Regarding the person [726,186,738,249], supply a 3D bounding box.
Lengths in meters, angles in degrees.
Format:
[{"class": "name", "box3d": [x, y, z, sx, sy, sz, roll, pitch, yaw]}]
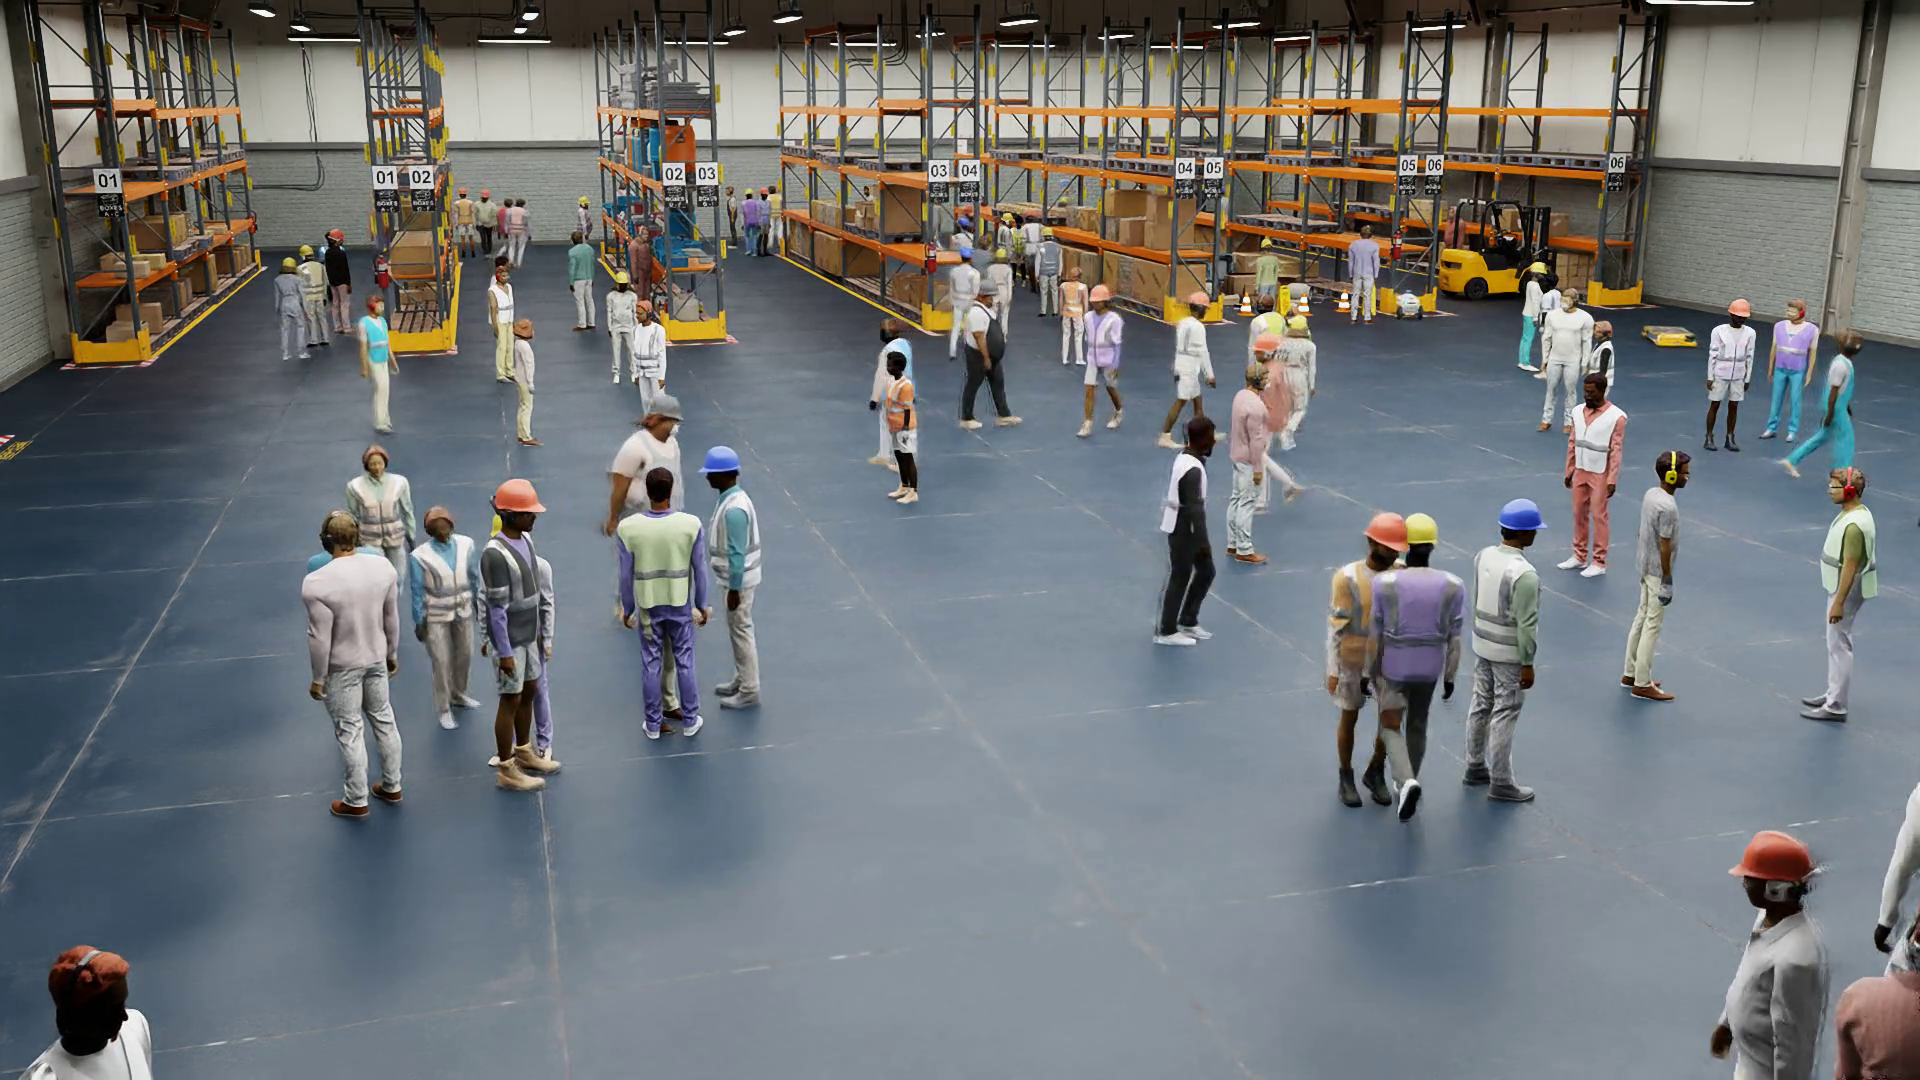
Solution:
[{"class": "person", "box3d": [-6.754, -9.544, 49.251, 0.338, 1.838, 0.507, -2, 15, -8]}]

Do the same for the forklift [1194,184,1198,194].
[{"class": "forklift", "box3d": [7.392, -11.333, 53.972, 1.873, 2.768, 1.129, -4, 15, -15]}]

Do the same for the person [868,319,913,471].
[{"class": "person", "box3d": [-0.894, -1.724, 19.852, 0.752, 1.815, 0.651, 5, 16, 17]}]

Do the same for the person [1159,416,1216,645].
[{"class": "person", "box3d": [1.897, -0.058, 13.442, 0.600, 1.894, 0.596, 2, 15, 8]}]

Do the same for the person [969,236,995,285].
[{"class": "person", "box3d": [0.320, -4.619, 30.578, 0.783, 1.920, 0.419, 12, 19, 38]}]

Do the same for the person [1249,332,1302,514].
[{"class": "person", "box3d": [3.309, -1.234, 17.704, 0.571, 1.973, 0.631, 4, 15, 15]}]

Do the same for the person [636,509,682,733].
[{"class": "person", "box3d": [-2.089, 0.552, 11.661, 0.297, 1.622, 0.509, 5, 16, 17]}]

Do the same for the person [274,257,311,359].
[{"class": "person", "box3d": [-11.422, -3.954, 28.417, 0.524, 1.729, 0.368, -1, 15, -2]}]

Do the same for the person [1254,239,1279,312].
[{"class": "person", "box3d": [5.820, -4.839, 31.687, 0.526, 1.761, 0.337, -8, 17, -29]}]

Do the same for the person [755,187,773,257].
[{"class": "person", "box3d": [-5.500, -8.939, 46.790, 0.387, 1.930, 0.541, 10, 18, 33]}]

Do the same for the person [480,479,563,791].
[{"class": "person", "box3d": [-2.816, 0.604, 10.681, 0.408, 2.035, 0.608, 2, 15, 7]}]

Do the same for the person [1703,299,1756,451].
[{"class": "person", "box3d": [9.704, -2.071, 20.951, 0.543, 1.929, 0.386, 1, 15, 5]}]

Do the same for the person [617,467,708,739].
[{"class": "person", "box3d": [-2.042, 0.441, 11.509, 0.596, 1.918, 0.381, -3, 15, -10]}]

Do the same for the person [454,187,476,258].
[{"class": "person", "box3d": [-13.843, -8.871, 46.514, 0.543, 1.940, 0.361, -6, 16, -21]}]

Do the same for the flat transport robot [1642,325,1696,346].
[{"class": "flat transport robot", "box3d": [12.965, -3.747, 30.429, 0.652, 0.197, 1.431, 3, 15, 11]}]

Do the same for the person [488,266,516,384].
[{"class": "person", "box3d": [-7.152, -3.363, 25.999, 0.401, 1.831, 0.572, 4, 15, 15]}]

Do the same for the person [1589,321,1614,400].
[{"class": "person", "box3d": [8.148, -1.978, 21.175, 0.315, 1.625, 0.528, 3, 15, 11]}]

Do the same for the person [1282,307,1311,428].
[{"class": "person", "box3d": [4.474, -2.330, 22.486, 0.500, 1.633, 0.280, 9, 17, 30]}]

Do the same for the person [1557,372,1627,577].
[{"class": "person", "box3d": [5.916, -0.624, 15.548, 0.399, 1.909, 0.598, -8, 17, -27]}]

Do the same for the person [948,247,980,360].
[{"class": "person", "box3d": [0.072, -4.044, 28.441, 0.632, 1.900, 1.008, 8, 17, 28]}]

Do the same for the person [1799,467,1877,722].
[{"class": "person", "box3d": [6.321, 0.388, 11.886, 0.397, 1.832, 0.568, 7, 16, 24]}]

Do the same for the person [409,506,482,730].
[{"class": "person", "box3d": [-3.657, 0.524, 11.787, 0.525, 1.616, 0.574, 13, 19, 40]}]

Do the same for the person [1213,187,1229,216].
[{"class": "person", "box3d": [7.550, -9.236, 47.941, 0.624, 1.916, 0.917, -9, 17, -30]}]

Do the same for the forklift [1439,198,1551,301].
[{"class": "forklift", "box3d": [11.913, -6.508, 37.130, 2.313, 2.155, 1.214, -4, 15, -15]}]

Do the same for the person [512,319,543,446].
[{"class": "person", "box3d": [-5.570, -2.024, 21.355, 0.280, 1.625, 0.493, -6, 16, -22]}]

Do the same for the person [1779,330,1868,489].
[{"class": "person", "box3d": [10.007, -1.520, 19.112, 0.899, 1.815, 0.524, 8, 17, 26]}]

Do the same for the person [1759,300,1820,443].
[{"class": "person", "box3d": [10.790, -2.193, 21.578, 0.391, 1.838, 0.564, -13, 20, -40]}]

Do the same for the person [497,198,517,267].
[{"class": "person", "box3d": [-11.946, -8.088, 43.825, 0.634, 1.816, 0.537, 9, 17, 31]}]

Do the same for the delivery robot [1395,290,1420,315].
[{"class": "delivery robot", "box3d": [9.075, -4.815, 33.722, 0.477, 0.478, 0.707, 0, 15, 1]}]

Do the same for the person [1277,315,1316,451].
[{"class": "person", "box3d": [4.165, -1.950, 20.863, 0.506, 1.728, 0.623, 10, 18, 33]}]

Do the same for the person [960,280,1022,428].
[{"class": "person", "box3d": [0.421, -2.500, 22.344, 0.912, 2.000, 0.704, 6, 16, 20]}]

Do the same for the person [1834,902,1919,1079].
[{"class": "person", "box3d": [3.185, 2.079, 5.453, 0.679, 1.868, 0.711, 12, 19, 39]}]

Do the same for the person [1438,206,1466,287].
[{"class": "person", "box3d": [11.538, -6.847, 38.965, 0.399, 1.905, 0.642, -4, 15, -14]}]

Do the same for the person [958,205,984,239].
[{"class": "person", "box3d": [0.272, -6.576, 37.741, 0.602, 2.016, 0.627, -8, 17, -28]}]

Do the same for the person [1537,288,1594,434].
[{"class": "person", "box3d": [8.026, -2.371, 22.062, 0.628, 1.937, 0.378, 10, 18, 33]}]

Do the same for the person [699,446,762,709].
[{"class": "person", "box3d": [-1.661, 0.265, 12.144, 0.426, 1.938, 0.624, -3, 15, -12]}]

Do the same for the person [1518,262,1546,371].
[{"class": "person", "box3d": [9.376, -3.660, 27.233, 0.311, 1.771, 0.523, 2, 15, 7]}]

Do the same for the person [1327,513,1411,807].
[{"class": "person", "box3d": [2.533, 0.760, 10.325, 0.593, 1.915, 0.474, -2, 15, -6]}]

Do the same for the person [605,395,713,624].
[{"class": "person", "box3d": [-2.578, -0.268, 13.947, 1.003, 2.000, 0.749, 5, 16, 20]}]

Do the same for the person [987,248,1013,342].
[{"class": "person", "box3d": [0.716, -4.428, 30.192, 0.498, 1.727, 0.480, 4, 15, 14]}]
